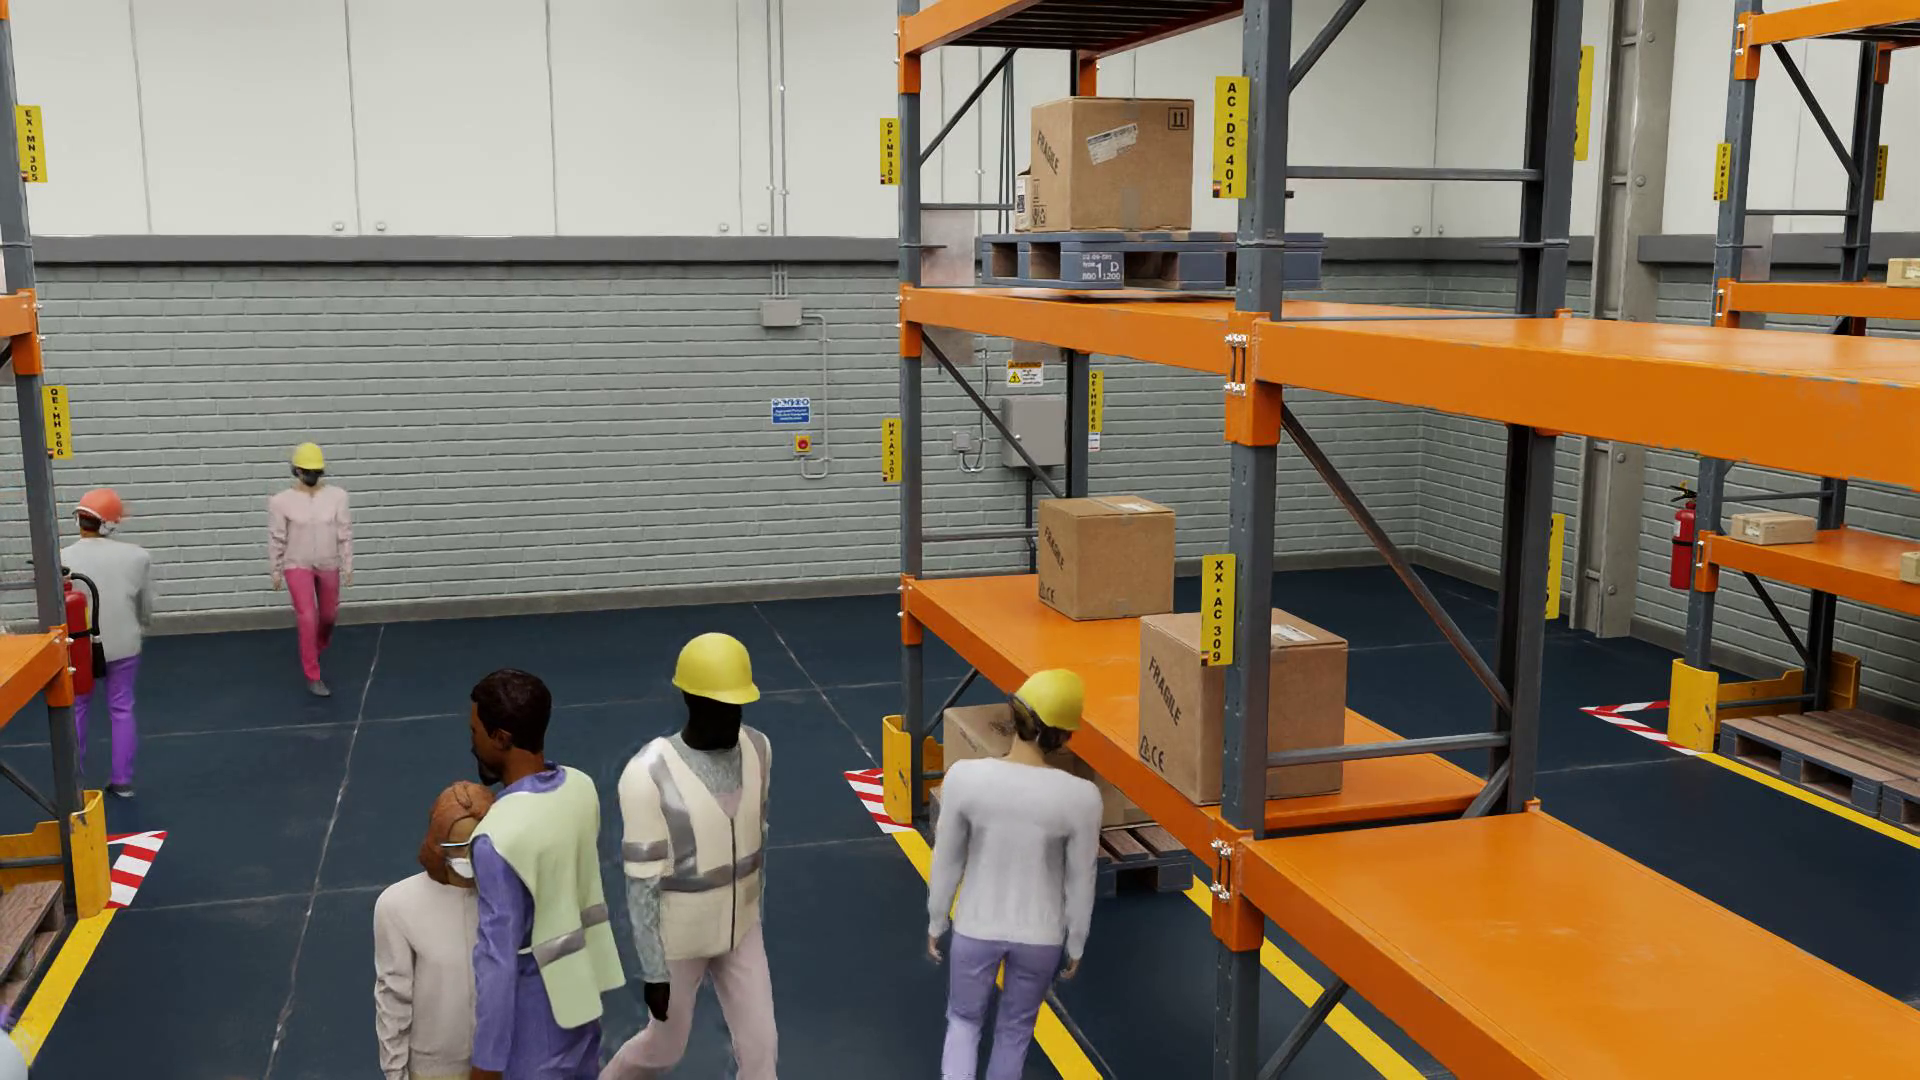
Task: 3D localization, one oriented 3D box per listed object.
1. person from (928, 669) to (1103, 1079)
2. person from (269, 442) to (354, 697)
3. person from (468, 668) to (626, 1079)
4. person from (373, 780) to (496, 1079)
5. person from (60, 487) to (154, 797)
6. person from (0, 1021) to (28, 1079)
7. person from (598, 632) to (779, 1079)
[{"bbox_3d":[0.162,1.258,5.288,0.571,1.719,0.505,1,10,8],"label":"person"},{"bbox_3d":[-4.489,0.165,11.462,0.533,1.741,0.693,-7,12,-37],"label":"person"},{"bbox_3d":[-1.138,1.292,4.603,0.399,1.910,0.591,1,10,7],"label":"person"},{"bbox_3d":[-1.322,1.438,4.538,0.498,1.633,0.284,-4,11,-22],"label":"person"},{"bbox_3d":[-4.764,0.567,9.200,0.583,1.732,0.477,-8,13,-37],"label":"person"},{"bbox_3d":[-2.177,1.562,3.296,0.650,1.821,0.494,-3,10,-17],"label":"person"},{"bbox_3d":[-0.864,1.188,5.265,0.918,1.890,0.588,9,13,40],"label":"person"}]
